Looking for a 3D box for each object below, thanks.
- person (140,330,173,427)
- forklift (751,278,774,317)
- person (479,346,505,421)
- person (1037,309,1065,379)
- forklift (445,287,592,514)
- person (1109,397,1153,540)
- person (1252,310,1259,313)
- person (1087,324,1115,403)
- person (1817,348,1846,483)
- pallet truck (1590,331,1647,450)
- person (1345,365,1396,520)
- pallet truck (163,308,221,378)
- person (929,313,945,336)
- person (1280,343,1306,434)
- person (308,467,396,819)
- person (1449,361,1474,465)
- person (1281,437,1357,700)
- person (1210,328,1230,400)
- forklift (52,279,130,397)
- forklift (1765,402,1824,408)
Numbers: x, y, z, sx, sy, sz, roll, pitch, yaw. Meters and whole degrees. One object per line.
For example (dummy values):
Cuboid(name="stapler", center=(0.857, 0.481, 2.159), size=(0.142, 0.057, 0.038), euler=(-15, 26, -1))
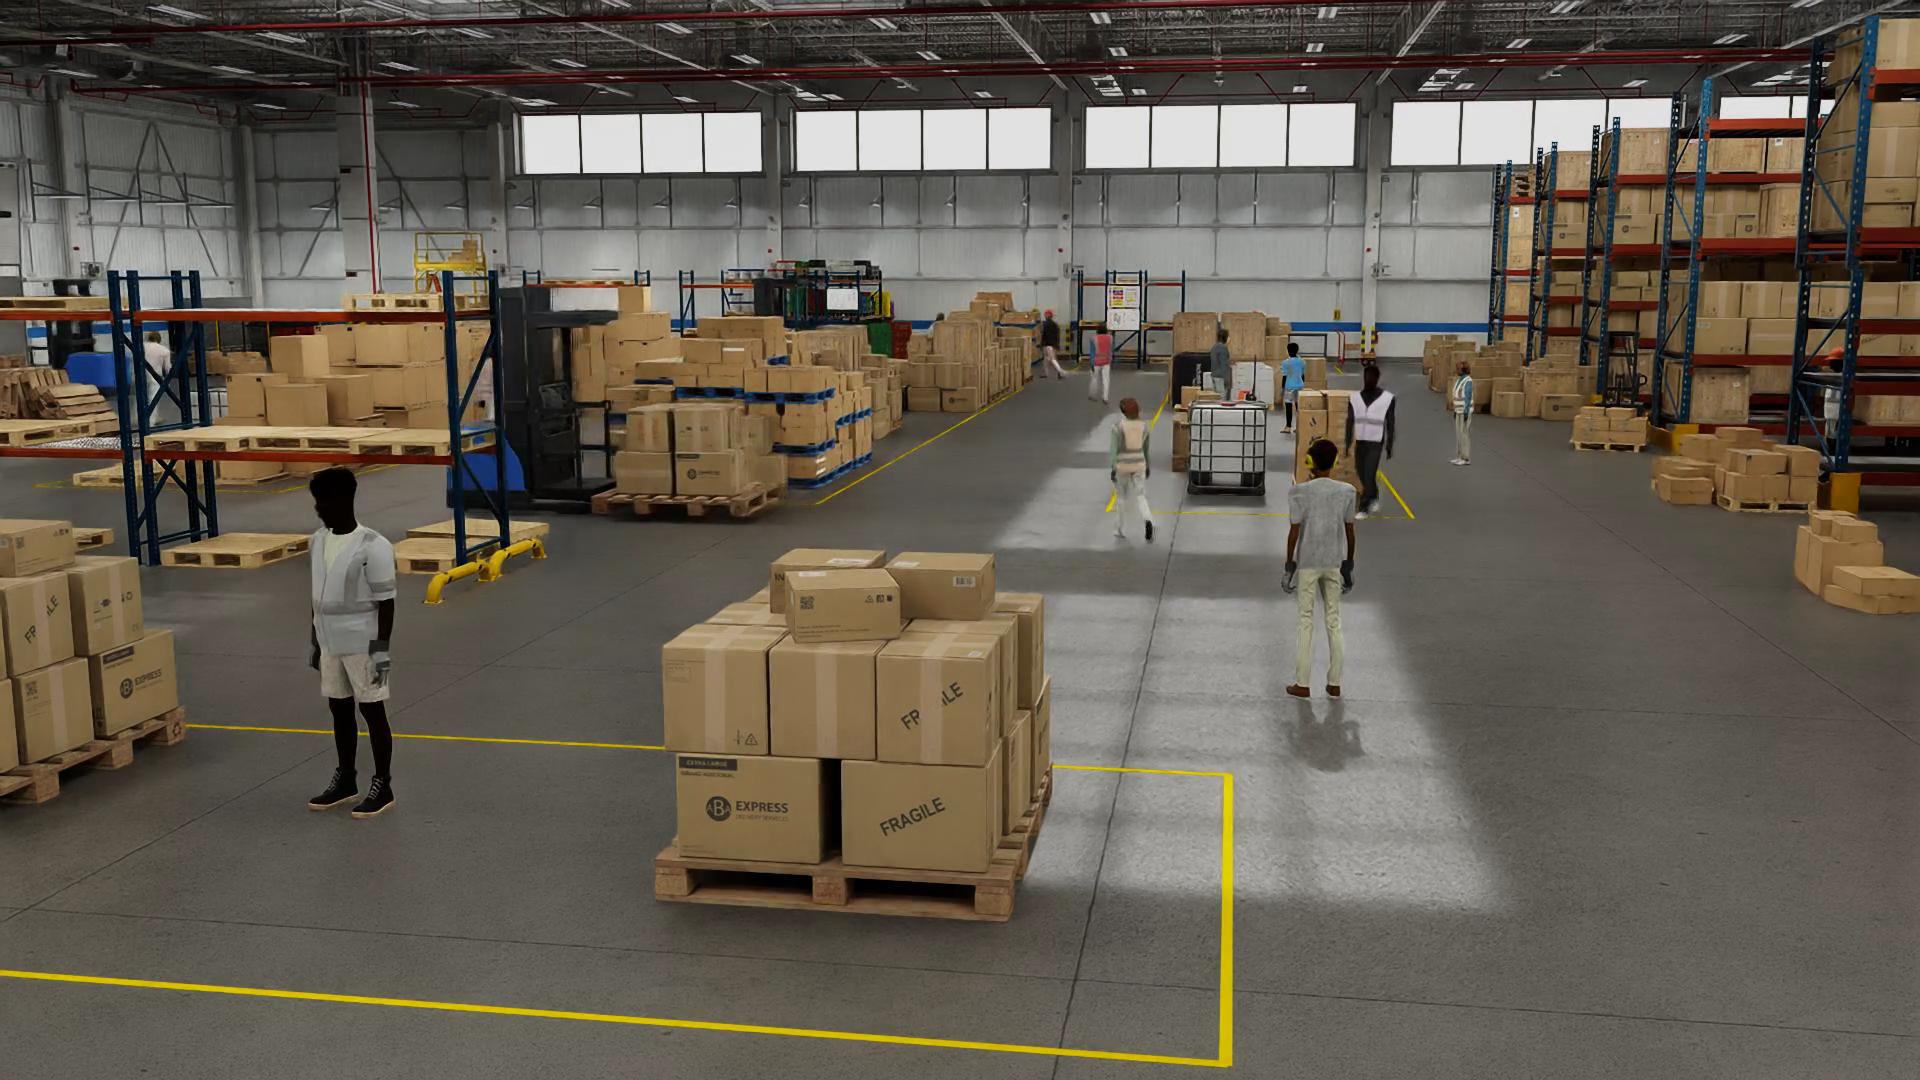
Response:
Cuboid(name="person", center=(-15.351, -3.047, 31.756), size=(0.630, 1.882, 0.984), euler=(0, 9, 0))
Cuboid(name="forklift", center=(-5.017, -5.288, 42.530), size=(1.873, 2.768, 1.129), euler=(1, 9, 9))
Cuboid(name="person", center=(-7.670, -2.364, 27.819), size=(0.636, 1.802, 0.918), euler=(8, 12, 40))
Cuboid(name="person", center=(2.544, -5.440, 46.303), size=(0.895, 1.963, 0.612), euler=(5, 11, 30))
Cuboid(name="forklift", center=(-5.438, -1.783, 20.912), size=(1.873, 2.768, 1.129), euler=(1, 9, 9))
Cuboid(name="person", center=(1.935, -0.798, 18.700), size=(0.522, 1.613, 0.671), euler=(-3, 10, -16))
Cuboid(name="person", center=(8.114, -5.339, 45.734), size=(0.352, 1.939, 0.552), euler=(-9, 13, -44))
Cuboid(name="person", center=(3.222, -4.053, 38.234), size=(0.624, 1.793, 0.955), euler=(-2, 9, -13))
Cuboid(name="person", center=(12.478, -1.775, 23.760), size=(0.359, 1.936, 0.552), euler=(2, 9, 10))
Cuboid(name="pallet truck", center=(11.253, -2.573, 28.499), size=(0.823, 1.965, 1.885), euler=(5, 10, 27))
Cuboid(name="person", center=(5.063, -1.218, 20.493), size=(0.602, 1.892, 0.838), euler=(7, 11, 36))
Cuboid(name="pallet truck", center=(-21.869, -5.598, 47.154), size=(0.823, 1.965, 1.885), euler=(4, 10, 26))
Cuboid(name="person", center=(-0.536, -5.224, 45.203), size=(0.634, 1.895, 1.024), euler=(4, 10, 23))
Cuboid(name="person", center=(6.203, -2.827, 31.000), size=(0.532, 1.694, 0.319), euler=(-4, 10, -26))
Cuboid(name="person", center=(-3.401, 0.567, 9.252), size=(0.604, 1.959, 0.379), euler=(5, 10, 28))
Cuboid(name="person", center=(7.866, -1.985, 26.003), size=(0.314, 1.632, 0.524), euler=(-1, 9, -3))
Cuboid(name="person", center=(2.535, 0.204, 11.774), size=(0.532, 1.867, 0.315), euler=(-1, 9, -6))
Cuboid(name="person", center=(4.976, -3.071, 31.750), size=(0.372, 1.940, 0.627), euler=(-2, 9, -12))
Cuboid(name="forklift", center=(-20.829, -4.752, 39.222), size=(1.873, 2.768, 1.129), euler=(1, 9, 9))
Cuboid(name="forklift", center=(18.254, -4.353, 36.760), size=(1.873, 2.768, 1.129), euler=(1, 9, 9))
